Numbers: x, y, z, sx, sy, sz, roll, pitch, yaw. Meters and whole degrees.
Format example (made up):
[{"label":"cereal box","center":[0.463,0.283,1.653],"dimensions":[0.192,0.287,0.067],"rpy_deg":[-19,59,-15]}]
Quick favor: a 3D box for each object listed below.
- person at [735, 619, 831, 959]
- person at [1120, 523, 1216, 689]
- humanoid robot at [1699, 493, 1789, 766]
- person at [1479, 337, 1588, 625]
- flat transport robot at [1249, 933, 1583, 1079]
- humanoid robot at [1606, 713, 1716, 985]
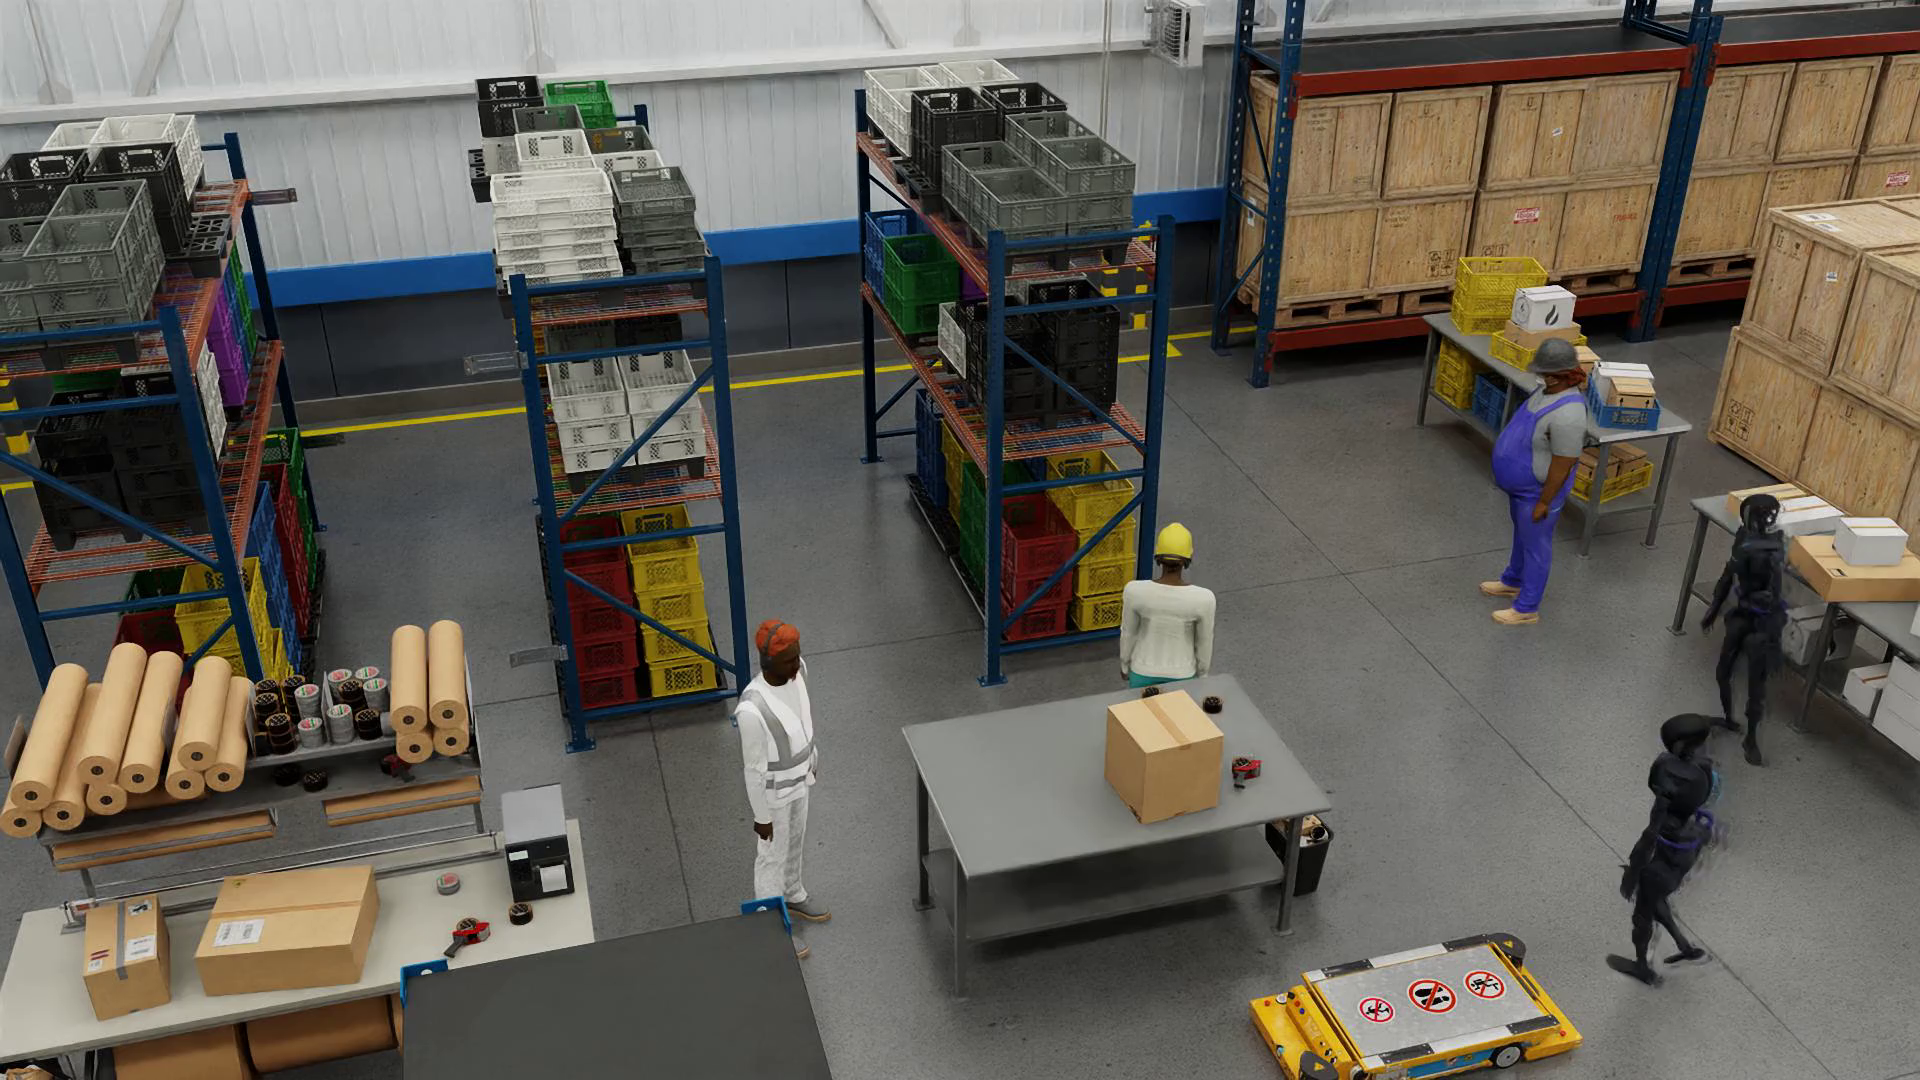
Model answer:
[{"label":"person","center":[-0.877,1.215,8.273],"dimensions":[0.342,1.882,0.585],"rpy_deg":[10,30,17]},{"label":"person","center":[1.145,0.708,9.327],"dimensions":[0.516,1.756,0.337],"rpy_deg":[4,29,7]},{"label":"humanoid robot","center":[4.667,0.510,9.788],"dimensions":[0.372,1.635,0.649],"rpy_deg":[-2,29,-4]},{"label":"person","center":[3.801,-0.407,11.064],"dimensions":[0.538,2.000,0.681],"rpy_deg":[3,29,5]},{"label":"flat transport robot","center":[2.184,2.282,7.980],"dimensions":[1.431,0.197,0.652],"rpy_deg":[-8,30,-14]},{"label":"humanoid robot","center":[3.423,1.484,8.009],"dimensions":[0.393,1.643,0.619],"rpy_deg":[24,37,36]}]
